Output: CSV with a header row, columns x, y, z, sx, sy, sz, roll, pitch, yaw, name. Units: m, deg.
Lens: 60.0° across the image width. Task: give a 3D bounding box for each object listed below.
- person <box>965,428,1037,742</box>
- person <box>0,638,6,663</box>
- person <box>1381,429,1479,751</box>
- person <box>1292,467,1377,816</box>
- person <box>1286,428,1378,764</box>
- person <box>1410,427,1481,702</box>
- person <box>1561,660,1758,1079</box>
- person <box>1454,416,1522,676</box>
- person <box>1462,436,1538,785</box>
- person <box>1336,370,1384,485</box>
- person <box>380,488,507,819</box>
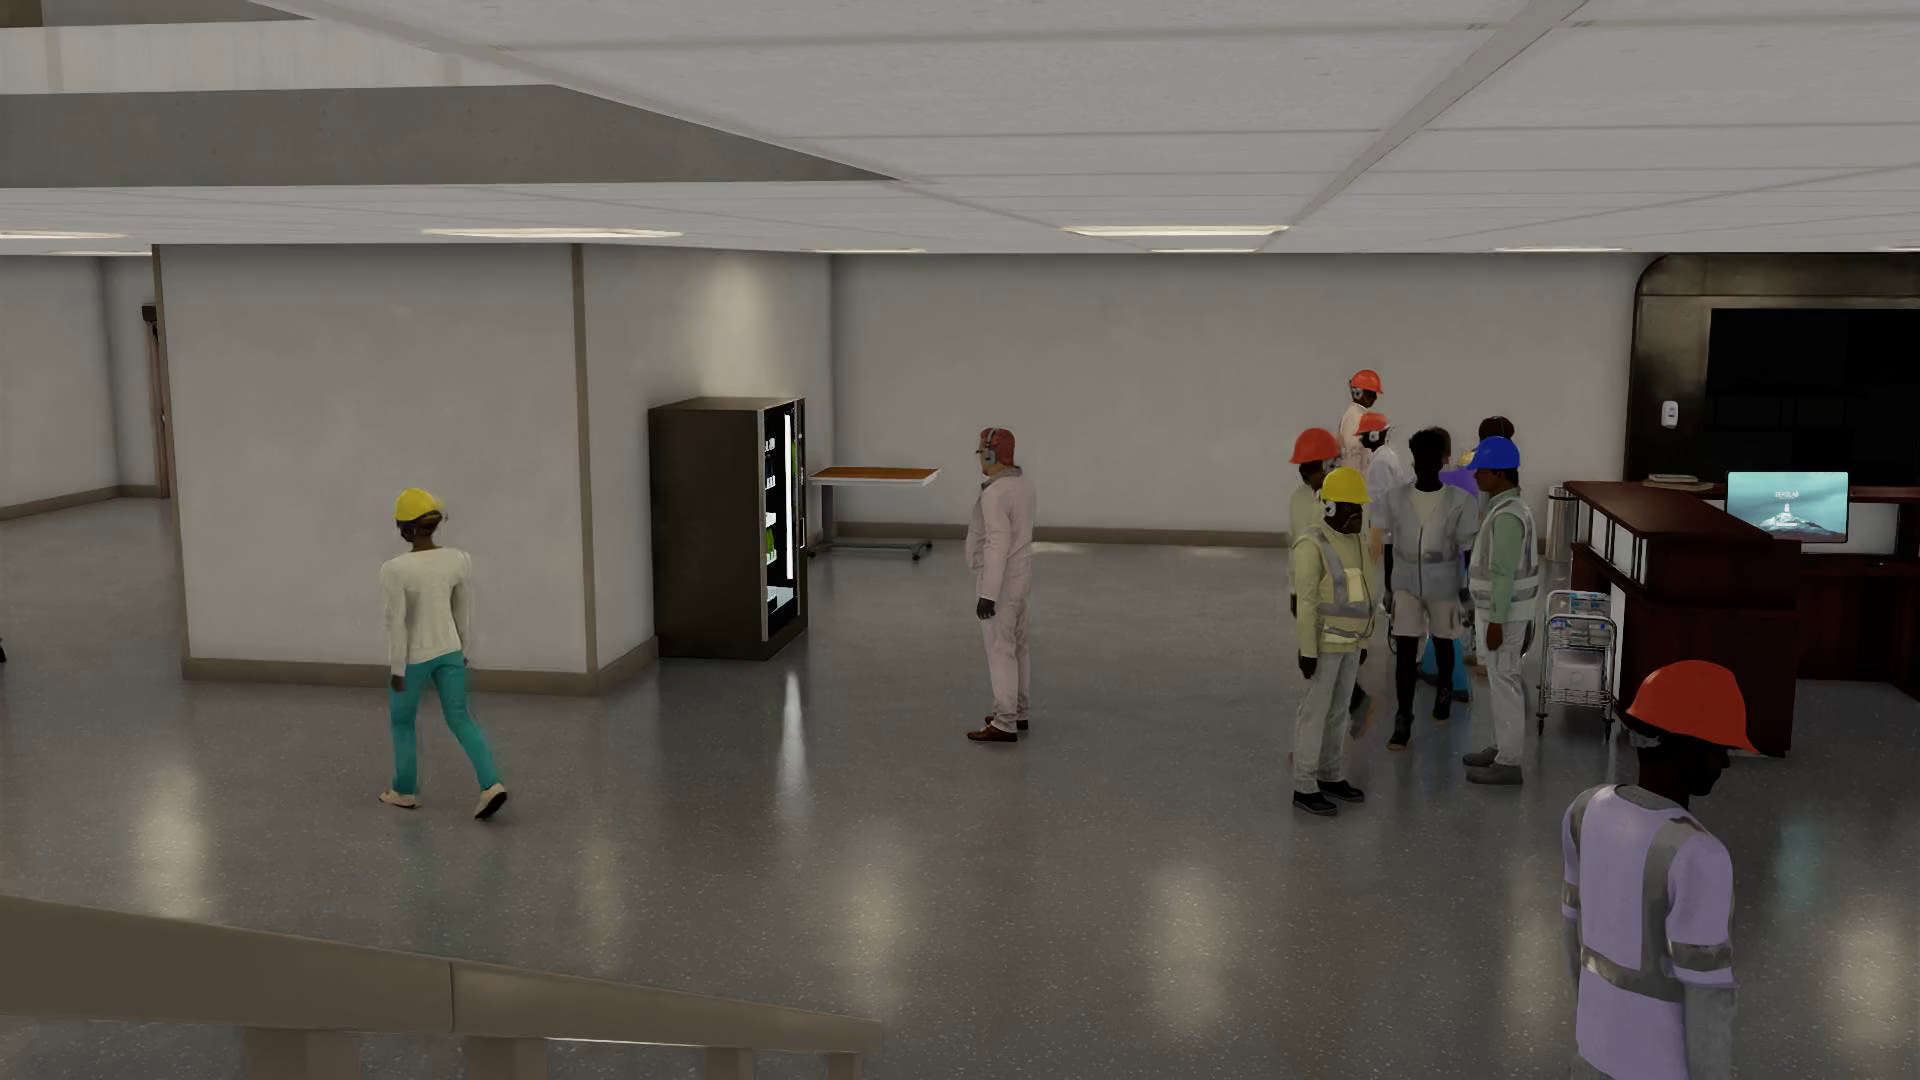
x,y,z,sx,sy,sz,roll,pitch,yaw,name
0.232,0.268,10.111,0.403,1.904,0.651,3,10,19,person
-7.165,-0.047,11.950,0.379,1.937,0.548,-9,13,-43,person
2.879,0.262,10.180,0.624,1.910,1.057,5,10,27,person
1.982,0.520,8.776,0.403,1.830,0.599,8,12,42,person
2.185,0.310,9.670,0.700,1.964,0.669,-5,11,-29,person
3.171,0.143,11.174,0.593,1.803,0.832,-5,10,-26,person
1.694,1.239,4.050,0.375,1.927,0.543,-2,10,-15,person
3.719,0.041,11.738,0.430,1.839,0.624,-3,10,-18,person
2.997,0.386,9.289,0.425,1.938,0.602,2,9,14,person
3.487,-0.497,14.577,0.391,1.986,0.608,2,10,15,person
-2.720,0.592,8.639,0.840,1.737,0.531,7,11,35,person
